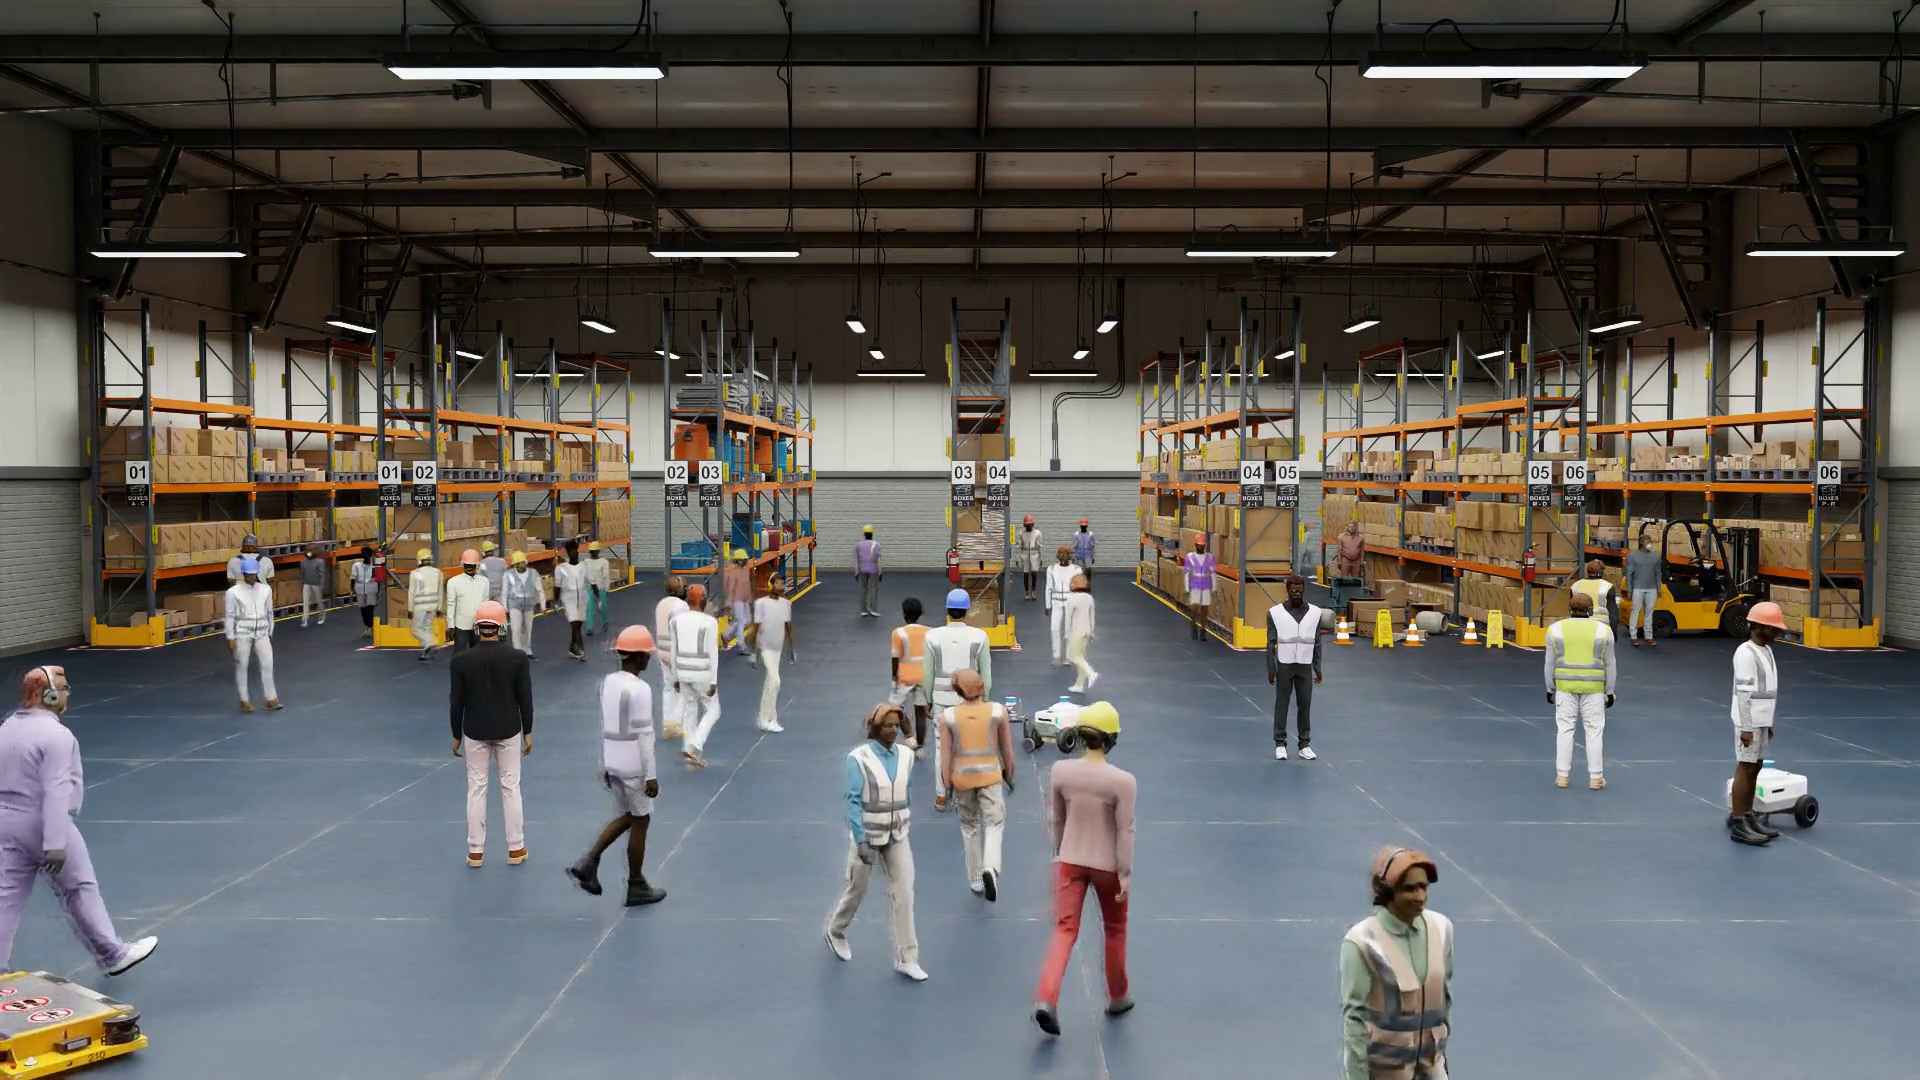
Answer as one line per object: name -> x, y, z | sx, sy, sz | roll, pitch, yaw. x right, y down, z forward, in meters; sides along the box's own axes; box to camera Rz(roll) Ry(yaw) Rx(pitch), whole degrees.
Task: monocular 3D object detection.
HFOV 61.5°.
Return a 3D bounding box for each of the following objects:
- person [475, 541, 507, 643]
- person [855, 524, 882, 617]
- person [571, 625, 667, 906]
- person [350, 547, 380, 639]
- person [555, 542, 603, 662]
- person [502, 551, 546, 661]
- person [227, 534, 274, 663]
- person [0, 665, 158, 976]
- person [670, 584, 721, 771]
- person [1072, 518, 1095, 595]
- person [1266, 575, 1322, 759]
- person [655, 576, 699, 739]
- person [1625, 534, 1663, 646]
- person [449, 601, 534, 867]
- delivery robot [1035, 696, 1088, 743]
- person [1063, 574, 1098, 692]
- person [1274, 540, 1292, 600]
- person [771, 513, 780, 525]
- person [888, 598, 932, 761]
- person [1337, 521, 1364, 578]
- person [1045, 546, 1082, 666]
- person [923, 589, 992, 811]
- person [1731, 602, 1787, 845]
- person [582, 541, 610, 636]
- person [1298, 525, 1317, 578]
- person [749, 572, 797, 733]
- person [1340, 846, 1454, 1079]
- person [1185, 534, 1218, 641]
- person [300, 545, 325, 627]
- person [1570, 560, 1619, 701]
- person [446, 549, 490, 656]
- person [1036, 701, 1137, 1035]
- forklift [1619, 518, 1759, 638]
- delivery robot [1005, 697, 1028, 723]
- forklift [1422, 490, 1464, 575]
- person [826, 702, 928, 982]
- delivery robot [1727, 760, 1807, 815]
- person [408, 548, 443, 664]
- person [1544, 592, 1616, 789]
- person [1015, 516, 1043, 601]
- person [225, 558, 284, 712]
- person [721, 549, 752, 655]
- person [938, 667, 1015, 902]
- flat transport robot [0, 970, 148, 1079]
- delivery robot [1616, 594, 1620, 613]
person -> -8.210, 0.912, 28.231 | 0.616, 1.812, 0.674 | -2, 3, -39
person -> -1.902, 0.638, 33.759 | 0.595, 1.926, 0.384 | 1, 2, 20
person -> -2.308, 1.544, 11.049 | 0.556, 1.924, 0.553 | -2, 3, -39
person -> -10.815, 0.940, 29.444 | 0.531, 1.659, 0.857 | 0, 2, -7
person -> -6.100, 0.973, 25.758 | 0.722, 1.900, 1.029 | -1, 3, -27
person -> -6.811, 1.058, 25.256 | 0.648, 1.772, 0.850 | -1, 3, -31
person -> -11.152, 0.935, 25.368 | 0.689, 2.000, 0.538 | -1, 3, -30
person -> -5.144, 1.643, 9.202 | 0.674, 1.855, 0.995 | 1, 3, 29
person -> -2.643, 1.368, 16.099 | 0.580, 1.874, 0.448 | 1, 2, 24
person -> 3.036, 0.416, 39.644 | 0.561, 1.902, 0.887 | 0, 2, 4
person -> 3.478, 1.318, 16.849 | 0.589, 1.913, 0.377 | 0, 2, -7
person -> -3.152, 1.311, 18.048 | 0.450, 1.825, 0.656 | -2, 3, -40
person -> 11.846, 0.867, 27.942 | 0.661, 1.940, 0.413 | 0, 2, -4
person -> -3.548, 1.457, 12.249 | 0.611, 1.996, 0.378 | 0, 2, -12
delivery robot -> 1.131, 1.936, 17.455 | 0.477, 0.478, 0.707 | 2, 3, 41
person -> 1.670, 1.263, 21.823 | 0.511, 1.615, 0.510 | 2, 3, 44
person -> 7.477, 0.479, 37.680 | 0.594, 1.929, 0.352 | 0, 2, 12
person -> -5.398, 0.144, 47.013 | 0.314, 1.861, 0.511 | 0, 2, -2
person -> -0.491, 1.436, 16.663 | 0.548, 1.685, 0.372 | -1, 3, -30
person -> 8.989, 0.513, 37.131 | 0.643, 1.909, 0.410 | 0, 2, -2
person -> 1.584, 1.024, 24.885 | 0.628, 1.851, 0.805 | 1, 2, 14
person -> -0.020, 1.403, 14.230 | 0.610, 1.947, 0.388 | 0, 2, 3
person -> 6.440, 1.458, 13.016 | 0.388, 1.932, 0.547 | 2, 3, 43
person -> -6.764, 0.878, 30.084 | 0.527, 1.740, 0.811 | 0, 2, 5
person -> 9.823, 0.313, 46.125 | 0.837, 1.570, 0.502 | 0, 2, 0
person -> -2.115, 1.289, 18.539 | 0.730, 1.835, 0.508 | 2, 3, 38
person -> 1.606, 1.905, 5.686 | 0.538, 1.614, 0.685 | -1, 3, -25
person -> 4.285, 0.847, 28.633 | 0.562, 1.913, 0.669 | 0, 2, 0
person -> -12.692, 0.884, 31.696 | 0.511, 1.593, 0.839 | 0, 2, 1
person -> 8.341, 1.179, 21.191 | 0.429, 1.844, 0.627 | -2, 3, -42
person -> -6.379, 1.112, 21.025 | 0.396, 1.988, 0.614 | 2, 3, 43
person -> 0.686, 1.727, 8.610 | 0.520, 1.736, 0.836 | 1, 3, 26
forklift -> 13.417, 0.684, 29.791 | 2.313, 2.155, 1.214 | 0, 2, 0
delivery robot -> 0.548, 1.809, 17.422 | 0.335, 0.223, 0.698 | 0, 2, -3
forklift -> 13.926, -0.371, 47.846 | 1.873, 2.768, 1.129 | 0, 2, 0
person -> -0.513, 1.755, 9.607 | 0.509, 1.607, 0.778 | -2, 3, -36
delivery robot -> 6.767, 2.091, 13.534 | 0.707, 0.478, 0.477 | -1, 3, -33
person -> -8.335, 1.033, 25.200 | 0.468, 1.811, 0.606 | 2, 3, 35
person -> 5.863, 1.414, 15.265 | 0.634, 1.842, 0.429 | 1, 2, 24
person -> 1.613, 0.442, 37.824 | 0.640, 1.990, 1.018 | 0, 2, 3
person -> -8.720, 1.190, 19.954 | 0.878, 1.912, 0.656 | 2, 3, 42
person -> -3.667, 1.007, 26.579 | 0.619, 1.749, 0.532 | 1, 2, 24
person -> 0.115, 1.689, 11.170 | 0.536, 1.611, 0.647 | 0, 2, 2
flat transport robot -> -4.885, 2.483, 8.360 | 1.431, 0.197, 0.652 | 2, 3, 37
delivery robot -> 13.292, 1.330, 32.688 | 0.477, 0.478, 0.707 | 0, 2, -8
